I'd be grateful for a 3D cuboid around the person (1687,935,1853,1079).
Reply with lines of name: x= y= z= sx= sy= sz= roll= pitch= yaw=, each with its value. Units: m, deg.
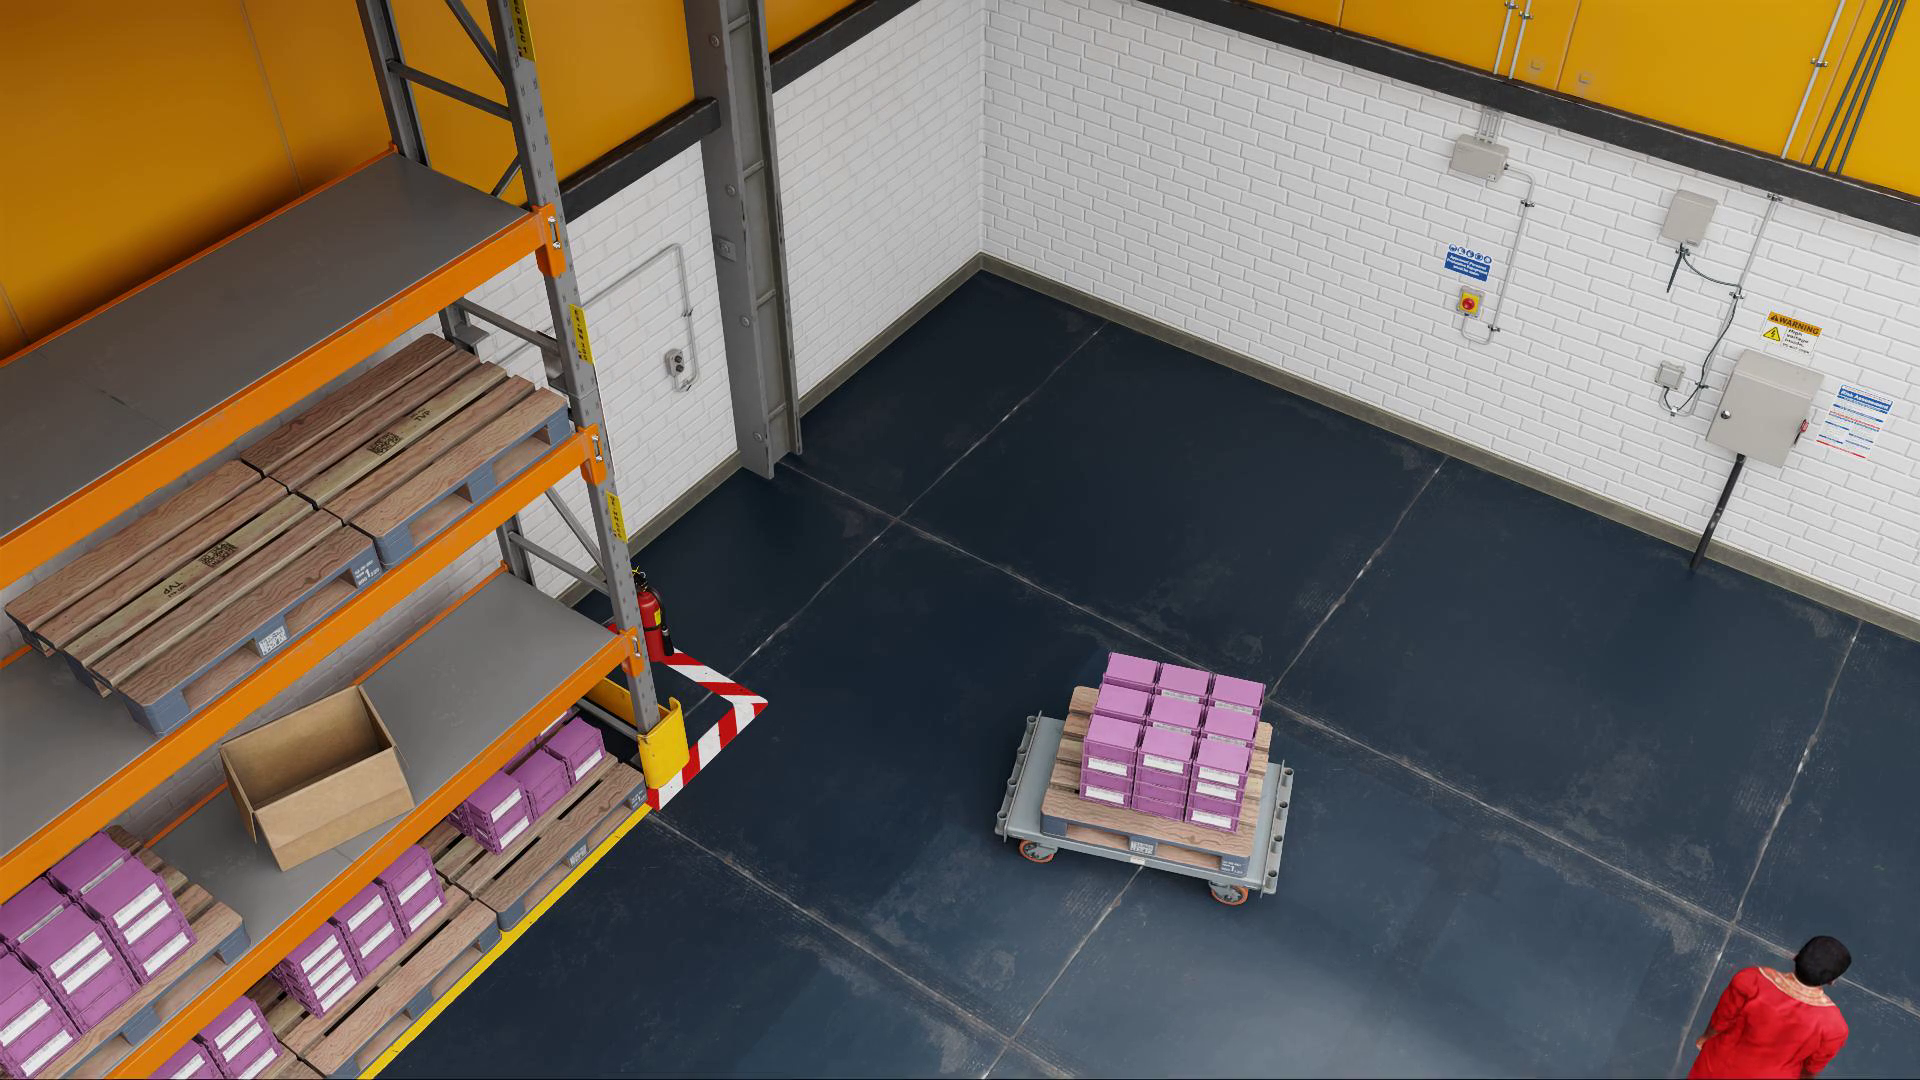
person: x=3.802 y=2.489 z=7.938 sx=0.670 sy=1.881 sz=0.574 roll=26 pitch=49 yaw=25
